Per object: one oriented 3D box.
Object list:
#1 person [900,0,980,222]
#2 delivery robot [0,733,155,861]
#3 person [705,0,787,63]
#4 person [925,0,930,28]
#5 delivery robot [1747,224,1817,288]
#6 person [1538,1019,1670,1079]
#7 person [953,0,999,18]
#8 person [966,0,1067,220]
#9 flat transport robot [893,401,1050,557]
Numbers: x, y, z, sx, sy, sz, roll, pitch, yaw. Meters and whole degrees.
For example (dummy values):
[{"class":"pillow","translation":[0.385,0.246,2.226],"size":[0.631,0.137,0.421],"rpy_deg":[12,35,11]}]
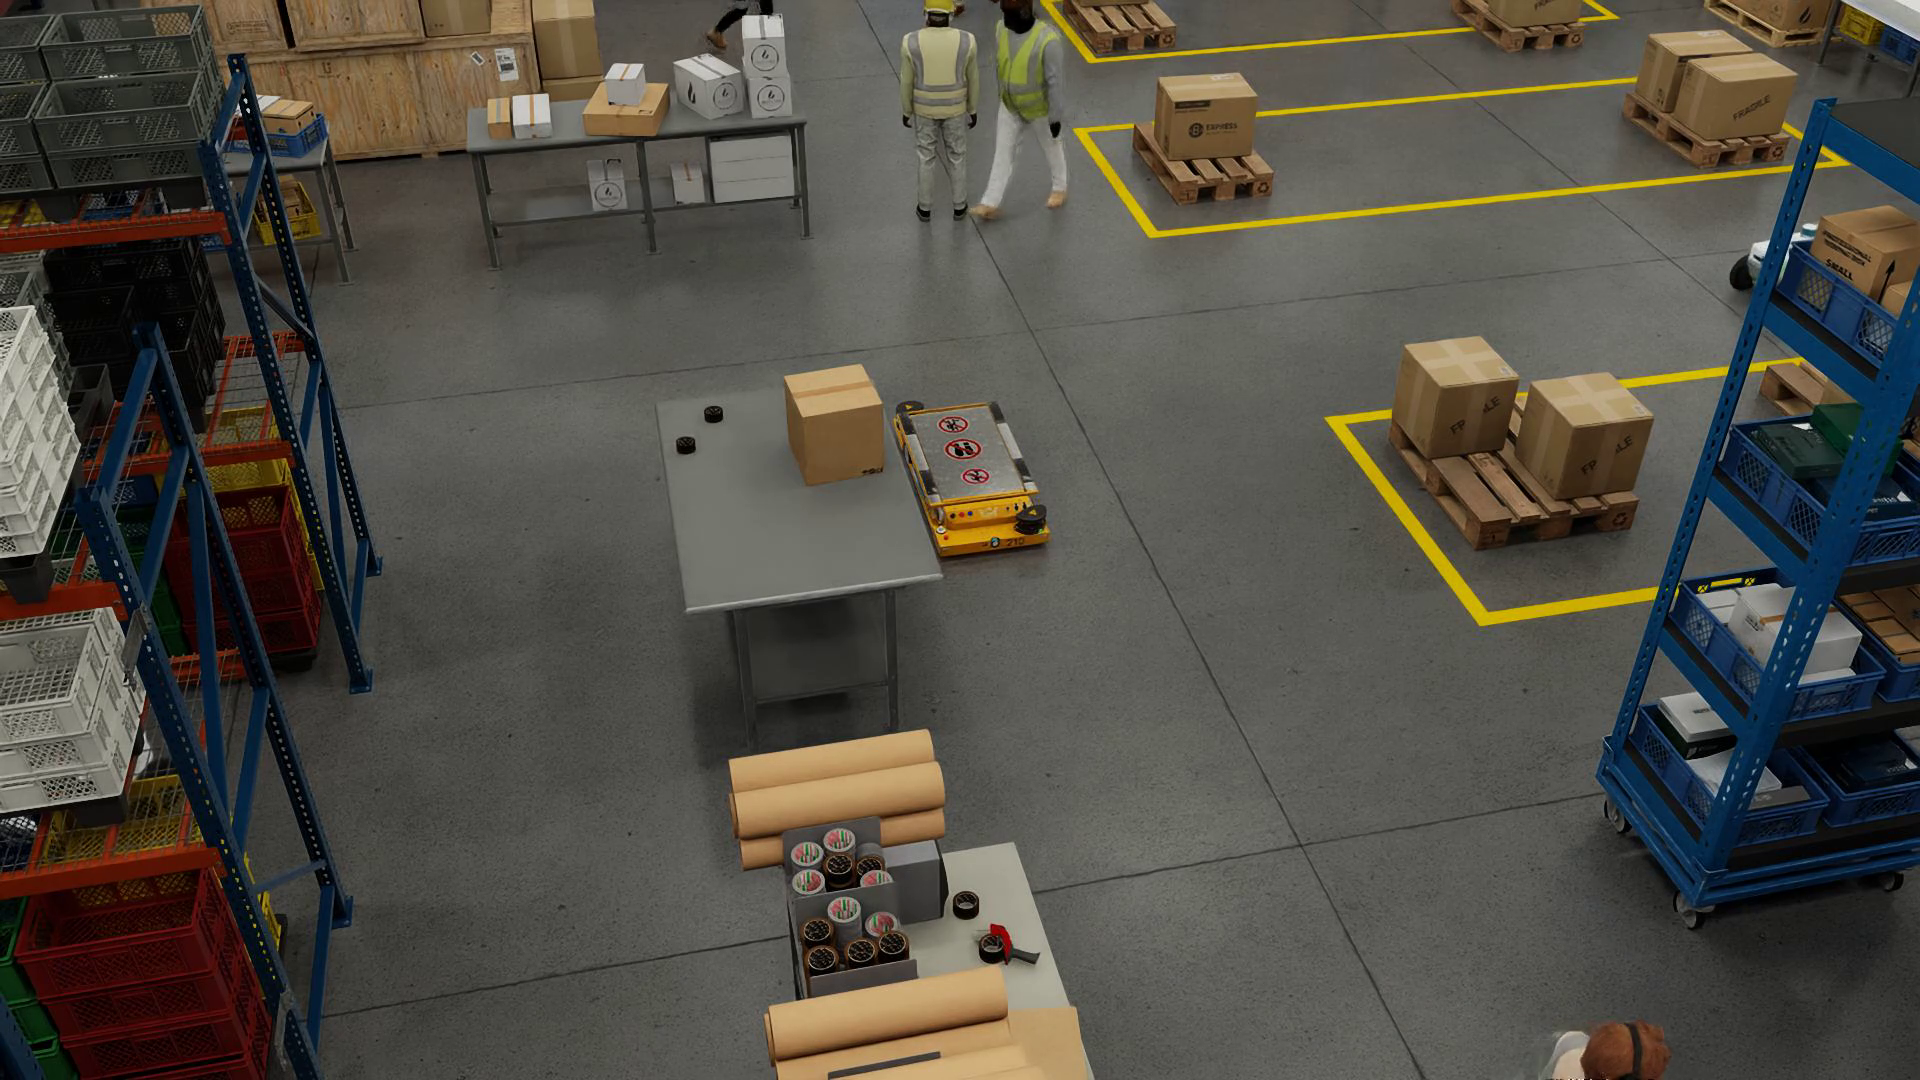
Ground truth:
[{"class":"person","translation":[-0.154,-3.317,12.689],"size":[0.602,1.830,0.404],"rpy_deg":[-2,37,-2]},{"class":"delivery robot","translation":[-4.074,1.147,7.678],"size":[0.477,0.478,0.707],"rpy_deg":[8,37,11]},{"class":"person","translation":[-2.034,-5.283,15.471],"size":[0.748,1.660,0.559],"rpy_deg":[19,41,24]},{"class":"person","translation":[-0.166,-5.566,15.647],"size":[0.410,1.913,0.643],"rpy_deg":[-6,37,-8]},{"class":"delivery robot","translation":[6.041,-2.032,11.950],"size":[0.707,0.478,0.477],"rpy_deg":[-12,38,-16]},{"class":"person","translation":[1.996,2.147,5.539],"size":[0.847,1.599,0.535],"rpy_deg":[1,37,1]},{"class":"person","translation":[0.073,-6.142,16.491],"size":[0.560,1.833,0.704],"rpy_deg":[16,40,21]},{"class":"person","translation":[0.494,-3.334,12.758],"size":[0.691,1.780,0.983],"rpy_deg":[28,45,32]},{"class":"flat transport robot","translation":[0.046,-0.430,10.108],"size":[0.652,0.197,1.431],"rpy_deg":[-8,37,-10]}]
